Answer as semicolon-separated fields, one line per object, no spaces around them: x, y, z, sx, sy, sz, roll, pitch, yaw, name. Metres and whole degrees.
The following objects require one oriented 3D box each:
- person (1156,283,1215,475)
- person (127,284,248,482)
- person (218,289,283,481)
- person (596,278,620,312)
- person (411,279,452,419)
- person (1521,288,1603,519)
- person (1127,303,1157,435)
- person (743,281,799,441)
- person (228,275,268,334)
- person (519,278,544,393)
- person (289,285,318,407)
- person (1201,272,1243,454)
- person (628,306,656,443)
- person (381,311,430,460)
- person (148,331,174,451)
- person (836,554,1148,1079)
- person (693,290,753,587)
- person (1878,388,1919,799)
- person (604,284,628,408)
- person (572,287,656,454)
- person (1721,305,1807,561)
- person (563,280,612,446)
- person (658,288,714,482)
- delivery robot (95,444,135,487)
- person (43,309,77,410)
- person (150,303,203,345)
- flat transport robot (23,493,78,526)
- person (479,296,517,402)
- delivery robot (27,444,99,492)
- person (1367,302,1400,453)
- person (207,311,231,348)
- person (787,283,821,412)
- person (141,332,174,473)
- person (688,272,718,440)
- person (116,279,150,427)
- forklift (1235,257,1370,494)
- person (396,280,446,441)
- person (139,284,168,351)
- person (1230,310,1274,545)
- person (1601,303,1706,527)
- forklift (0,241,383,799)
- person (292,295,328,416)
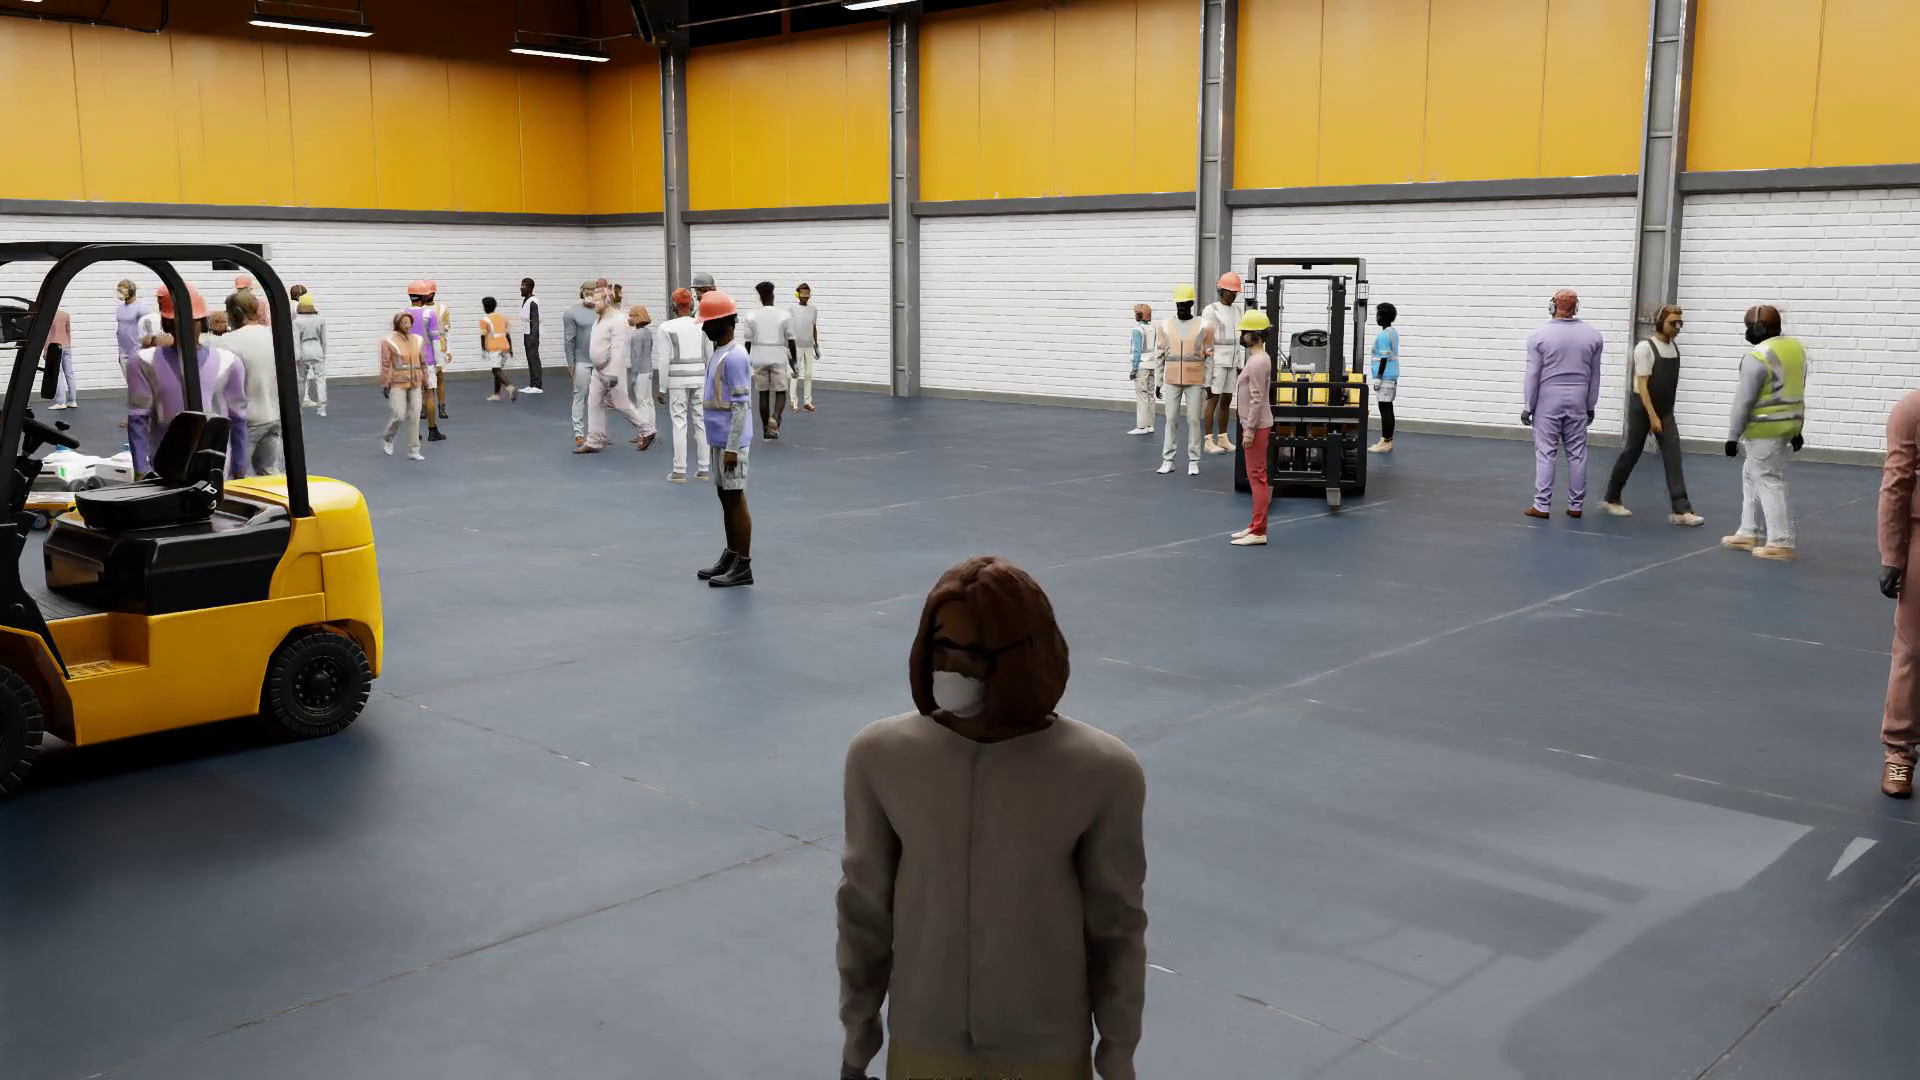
2.252;-1.610;16.729;0.591;1.925;0.385;3;10;20;person
-4.316;-0.433;9.345;0.611;1.993;1.070;-4;10;-21;person
-5.090;-0.838;11.987;0.422;1.923;0.664;4;10;21;person
-6.610;-3.895;30.804;0.646;1.907;0.401;-7;12;-37;person
-7.305;-2.631;22.976;0.552;1.930;0.373;-4;10;-22;person
4.975;-1.126;13.826;0.643;1.910;0.399;0;9;-2;person
2.291;-2.134;20.820;0.310;1.642;0.514;6;11;32;person
-2.270;-2.122;19.852;0.668;1.933;0.564;0;9;0;person
-11.109;-3.133;25.933;0.617;1.977;0.435;3;10;18;person
-7.174;-3.416;27.820;0.385;1.921;0.596;-5;10;-27;person
-9.944;-2.916;25.043;0.632;1.837;0.430;7;12;38;person
2.982;-1.980;18.676;0.605;2.034;0.391;-8;12;-41;person
-3.804;-1.968;19.824;0.284;1.633;0.497;1;9;9;person
-6.019;-1.664;17.991;0.418;1.628;0.527;8;12;41;person
-7.367;-1.383;15.572;0.960;1.863;0.649;-2;10;-14;person
0.046;0.827;2.688;0.504;1.631;0.280;2;9;12;person
-1.545;-0.659;10.886;0.365;1.932;0.543;-3;10;-20;person
3.922;0.074;6.469;0.643;1.909;0.410;2;10;14;person
-5.081;-2.849;24.563;0.403;1.852;0.552;0;9;1;person
-3.909;-1.911;18.757;0.914;1.874;0.645;-8;12;-41;person
5.694;-0.771;11.944;0.639;1.808;0.764;-6;11;-34;person
-4.335;-2.071;19.536;0.627;1.936;0.373;-6;11;-34;person
-2.665;-1.500;16.179;0.573;1.887;0.356;-6;11;-32;person
-7.163;-0.592;14.396;0.707;0.478;0.477;7;11;35;delivery robot
-13.321;-2.798;24.525;0.329;1.763;0.523;2;9;12;person
-9.978;-2.375;21.230;0.614;1.988;0.396;-7;12;-37;person
-7.595;-0.252;13.470;1.431;0.197;0.652;0;9;2;flat transport robot
-7.100;-2.943;25.732;0.756;1.658;0.554;6;11;33;person
-7.759;-0.593;14.405;0.477;0.478;0.707;0;9;-3;delivery robot
4.791;-1.829;18.776;0.318;1.699;0.534;4;10;24;person
-8.409;-1.772;18.713;0.604;1.617;0.503;-2;10;-13;person
-2.275;-2.793;24.177;0.535;1.864;0.309;-6;11;-31;person
-5.555;-0.629;11.611;0.387;1.627;0.528;0;9;1;person
-3.114;-2.229;20.177;0.538;2.000;0.689;-1;9;-5;person
-10.745;-2.419;21.657;0.635;1.937;0.352;5;11;30;person
3.309;-1.629;16.029;1.214;2.155;2.313;2;9;11;forklift
-6.495;-2.153;20.030;0.545;1.938;0.361;1;9;7;person
-8.797;-1.891;18.501;0.554;1.910;0.399;-3;10;-16;person
2.198;-0.840;12.506;0.311;1.769;0.525;2;9;11;person
5.667;-1.034;13.605;0.504;1.797;0.967;-4;10;-23;person
-3.706;-0.171;7.093;1.214;2.155;2.313;9;13;43;forklift
-9.244;-2.620;23.619;0.506;1.697;0.883;-7;12;-39;person
